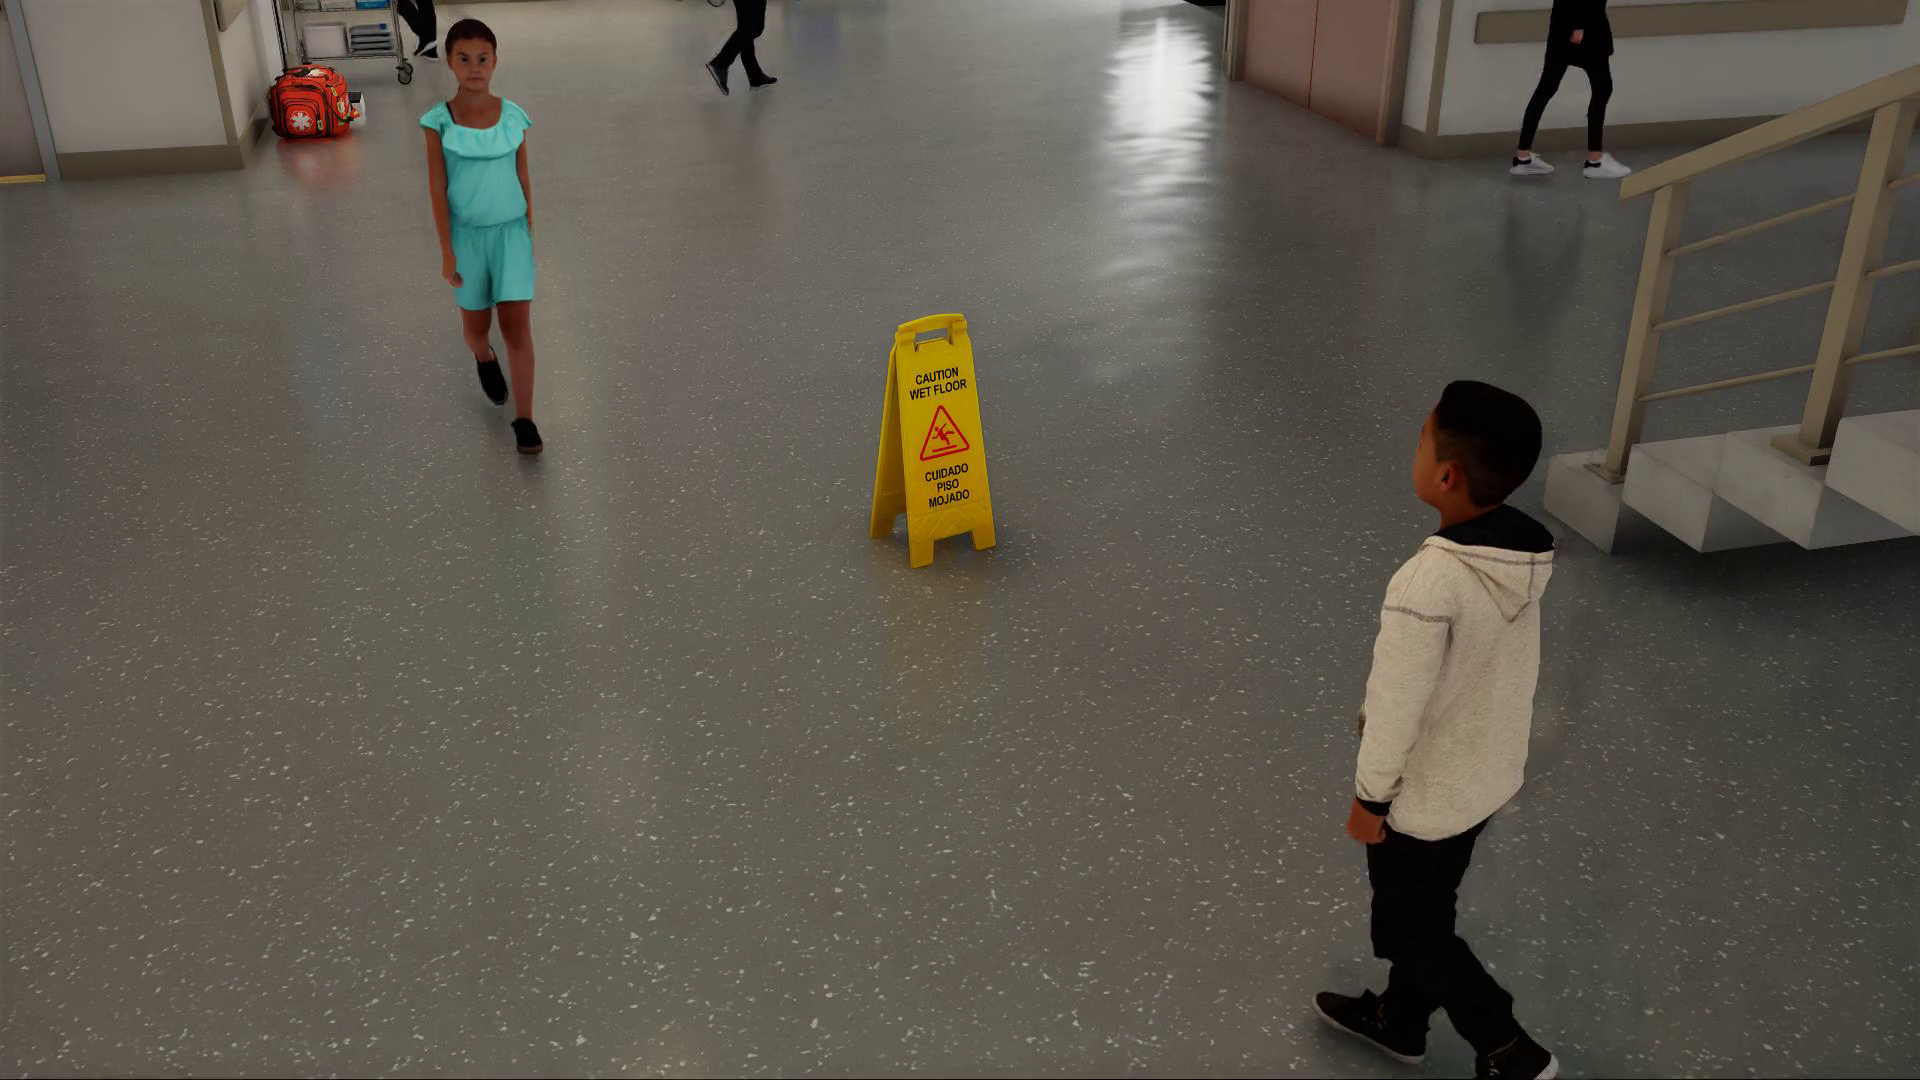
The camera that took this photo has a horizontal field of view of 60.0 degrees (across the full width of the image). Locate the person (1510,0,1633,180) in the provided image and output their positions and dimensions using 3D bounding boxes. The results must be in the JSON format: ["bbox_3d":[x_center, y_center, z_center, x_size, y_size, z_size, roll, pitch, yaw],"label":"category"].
[{"bbox_3d":[3.515,-2.997,9.762,0.869,1.773,0.941,1,26,2],"label":"person"}]

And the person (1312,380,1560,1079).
[{"bbox_3d":[0.937,0.439,3.018,0.894,1.441,0.808,21,33,36],"label":"person"}]

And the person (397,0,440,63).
[{"bbox_3d":[-4.386,-4.735,13.420,0.790,1.726,0.733,16,30,30],"label":"person"}]

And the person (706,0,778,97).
[{"bbox_3d":[-1.647,-4.156,12.109,1.101,1.822,1.075,21,33,37],"label":"person"}]

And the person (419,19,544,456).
[{"bbox_3d":[-1.753,-1.120,6.141,0.574,1.538,0.990,-9,27,-17],"label":"person"}]
